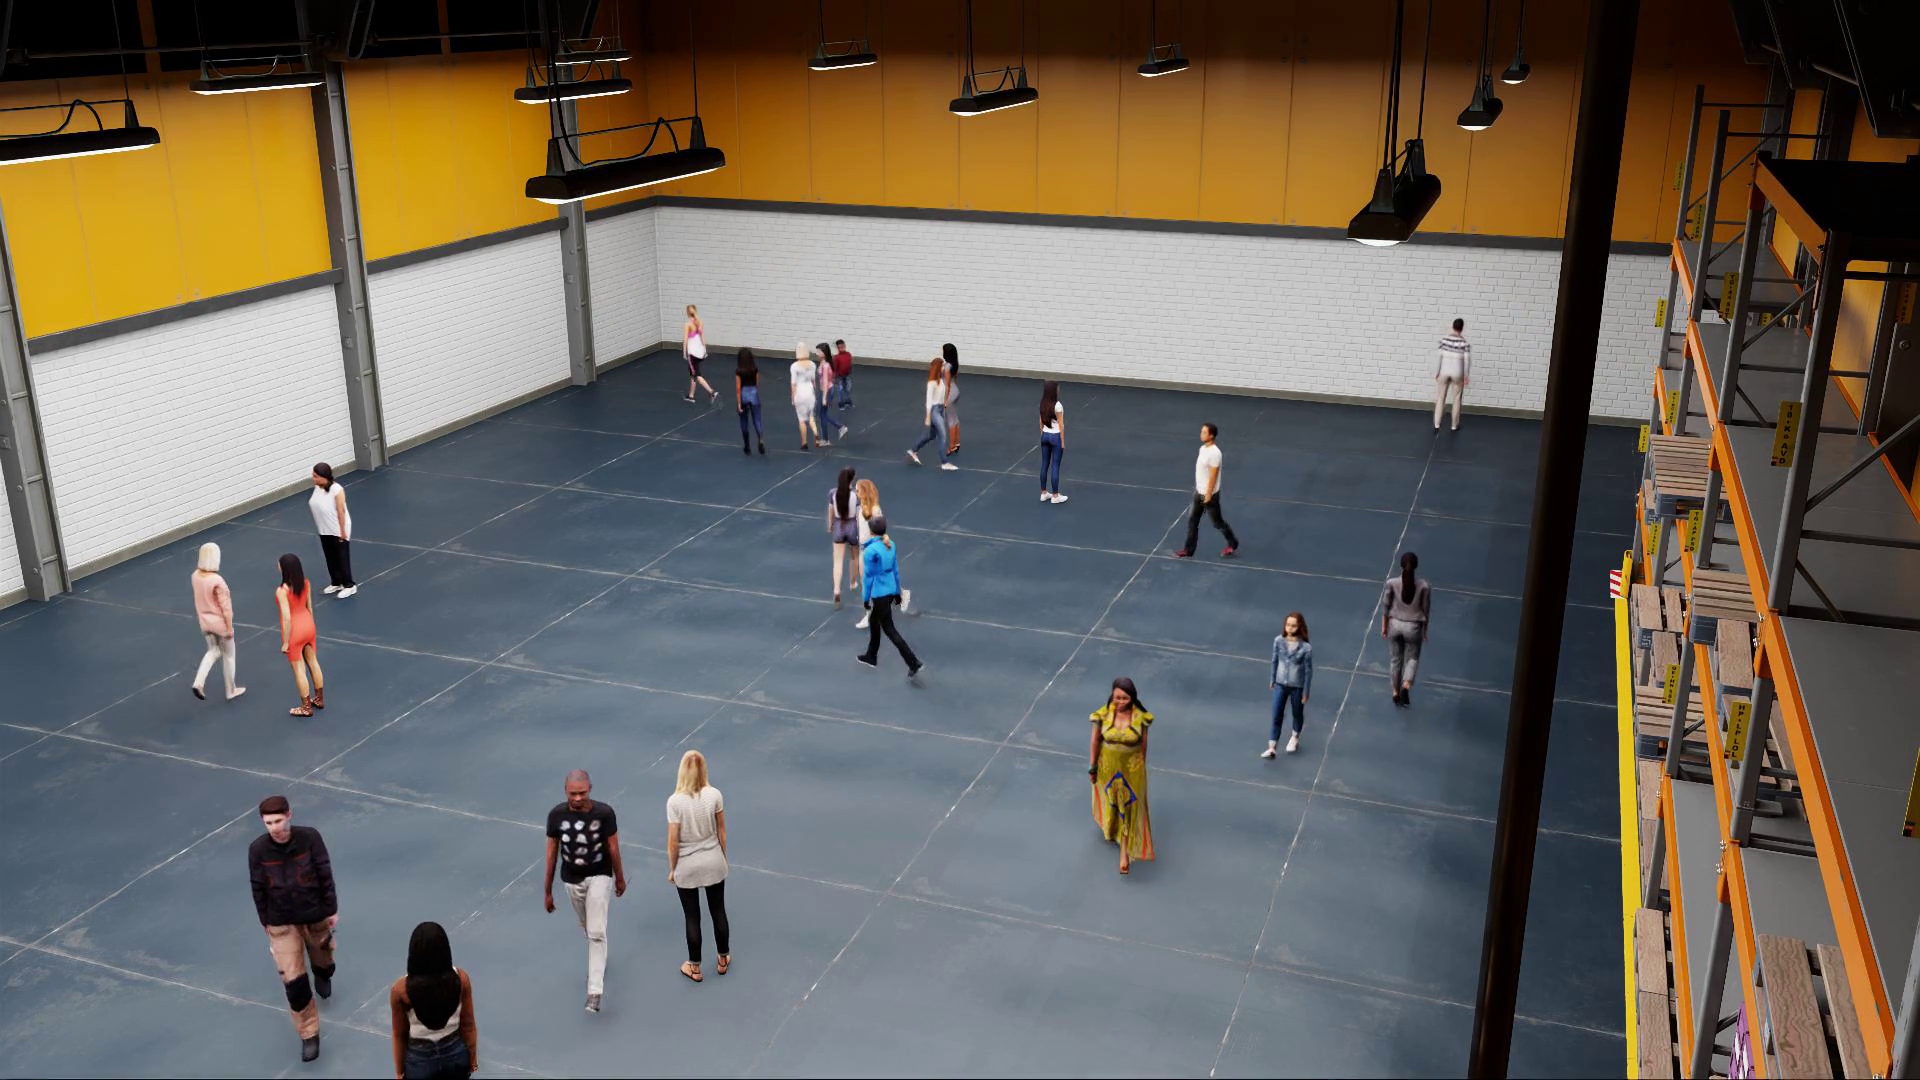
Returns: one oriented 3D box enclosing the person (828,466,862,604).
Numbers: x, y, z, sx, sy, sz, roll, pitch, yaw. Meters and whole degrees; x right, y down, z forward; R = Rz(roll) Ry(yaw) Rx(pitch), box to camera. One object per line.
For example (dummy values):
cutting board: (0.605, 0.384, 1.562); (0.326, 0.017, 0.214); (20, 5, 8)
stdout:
person: (-1.369, -0.046, 19.855); (0.742, 1.613, 1.086); (2, 19, 6)

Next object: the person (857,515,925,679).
person: (-0.746, 0.643, 17.594); (0.951, 1.750, 1.210); (14, 23, 36)

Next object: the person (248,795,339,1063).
person: (-4.593, 2.597, 11.560); (1.150, 1.898, 1.198); (-9, 20, -24)

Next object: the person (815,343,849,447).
person: (-2.054, -2.299, 26.385); (0.889, 1.716, 0.853); (-1, 19, -4)

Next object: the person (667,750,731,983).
person: (-1.919, 2.399, 12.262); (0.678, 1.826, 0.735); (-8, 20, -22)

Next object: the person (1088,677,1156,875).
person: (1.344, 1.910, 14.072); (0.957, 1.596, 1.320); (2, 19, 5)

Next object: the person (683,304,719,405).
person: (-4.548, -3.192, 28.977); (0.930, 1.754, 1.141); (14, 23, 36)

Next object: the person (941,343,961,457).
person: (-0.133, -2.204, 26.001); (0.635, 1.780, 0.454); (7, 20, 20)

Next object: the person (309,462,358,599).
person: (-7.560, -0.139, 20.024); (0.733, 1.682, 0.728); (14, 23, 37)

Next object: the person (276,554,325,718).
person: (-6.652, 0.945, 16.746); (0.640, 1.718, 0.464); (7, 20, 20)

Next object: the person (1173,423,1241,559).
person: (3.257, -0.600, 21.253); (1.167, 1.771, 1.149); (-7, 20, -19)

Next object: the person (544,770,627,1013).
person: (-2.706, 2.463, 12.175); (0.954, 1.759, 1.253); (0, 19, 1)

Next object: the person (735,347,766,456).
person: (-3.243, -2.118, 25.841); (0.941, 1.719, 1.019); (-8, 20, -22)

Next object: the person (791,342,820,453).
person: (-2.408, -2.227, 26.129); (0.749, 1.742, 0.805); (-10, 21, -28)

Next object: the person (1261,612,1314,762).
person: (3.194, 1.377, 15.888); (0.705, 1.449, 0.983); (11, 21, 29)

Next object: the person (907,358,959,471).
person: (-0.456, -1.908, 25.262); (0.655, 1.691, 1.031); (7, 20, 20)

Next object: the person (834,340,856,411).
person: (-2.032, -2.877, 28.853); (0.632, 1.237, 0.698); (-16, 24, -39)

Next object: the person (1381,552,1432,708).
person: (4.494, 0.947, 16.817); (0.622, 1.669, 0.653); (6, 20, 18)

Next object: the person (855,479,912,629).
person: (-0.919, 0.145, 19.101); (1.056, 1.732, 0.942); (-13, 22, -33)

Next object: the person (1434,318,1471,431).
person: (8.127, -2.741, 27.472); (0.734, 1.858, 0.636); (10, 21, 27)

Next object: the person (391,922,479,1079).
person: (-3.119, 3.179, 10.002); (0.990, 1.790, 1.081); (-7, 20, -21)

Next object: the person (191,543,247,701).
person: (-7.661, 0.874, 16.966); (0.635, 1.715, 0.824); (8, 20, 23)

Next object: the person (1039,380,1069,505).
person: (1.301, -1.408, 23.645); (0.658, 1.775, 0.663); (-17, 25, -42)
